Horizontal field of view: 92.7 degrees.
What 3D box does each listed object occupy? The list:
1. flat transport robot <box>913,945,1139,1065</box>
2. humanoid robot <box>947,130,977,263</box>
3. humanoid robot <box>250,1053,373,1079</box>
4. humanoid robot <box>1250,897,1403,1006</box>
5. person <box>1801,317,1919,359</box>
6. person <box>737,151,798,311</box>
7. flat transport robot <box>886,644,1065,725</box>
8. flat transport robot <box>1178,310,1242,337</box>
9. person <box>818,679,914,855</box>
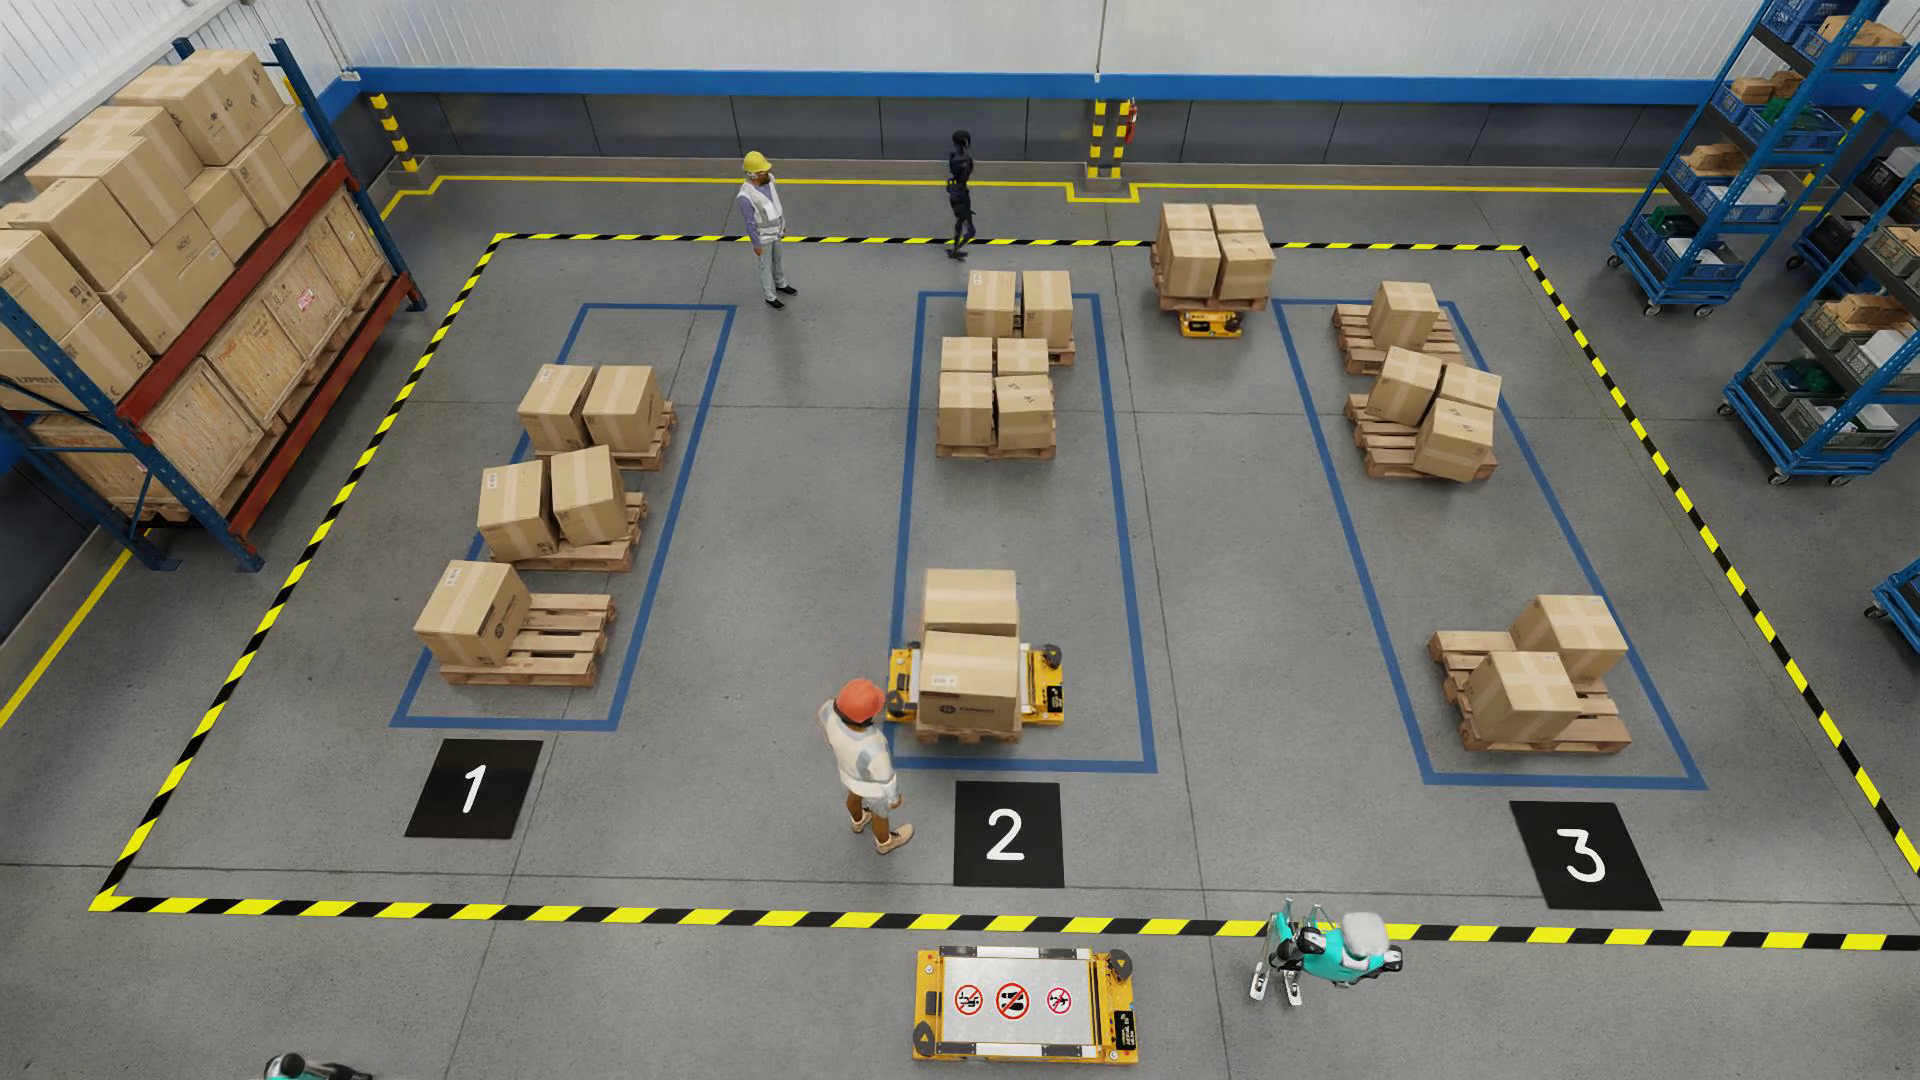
[{"bbox_3d":[0.422,3.041,6.007,1.431,0.231,0.659,1,51,1],"label":"flat transport robot"},{"bbox_3d":[0.014,-4.082,10.906,0.343,1.650,0.600,-8,51,-6],"label":"humanoid robot"},{"bbox_3d":[-3.124,3.168,4.971,0.834,1.794,0.541,-6,51,-5],"label":"humanoid robot"},{"bbox_3d":[2.140,2.376,5.518,0.533,1.673,0.735,9,51,8],"label":"humanoid robot"},{"bbox_3d":[9.507,-2.223,9.311,0.562,1.799,0.984,0,51,0],"label":"person"},{"bbox_3d":[-2.159,-3.474,10.306,0.404,1.837,0.590,18,53,14],"label":"person"},{"bbox_3d":[0.129,1.167,7.517,1.431,0.197,0.652,1,51,1],"label":"flat transport robot"},{"bbox_3d":[2.889,-2.927,10.854,0.652,0.197,1.431,1,51,1],"label":"flat transport robot"},{"bbox_3d":[-0.608,1.526,6.104,0.605,2.037,0.379,36,59,26],"label":"person"}]
